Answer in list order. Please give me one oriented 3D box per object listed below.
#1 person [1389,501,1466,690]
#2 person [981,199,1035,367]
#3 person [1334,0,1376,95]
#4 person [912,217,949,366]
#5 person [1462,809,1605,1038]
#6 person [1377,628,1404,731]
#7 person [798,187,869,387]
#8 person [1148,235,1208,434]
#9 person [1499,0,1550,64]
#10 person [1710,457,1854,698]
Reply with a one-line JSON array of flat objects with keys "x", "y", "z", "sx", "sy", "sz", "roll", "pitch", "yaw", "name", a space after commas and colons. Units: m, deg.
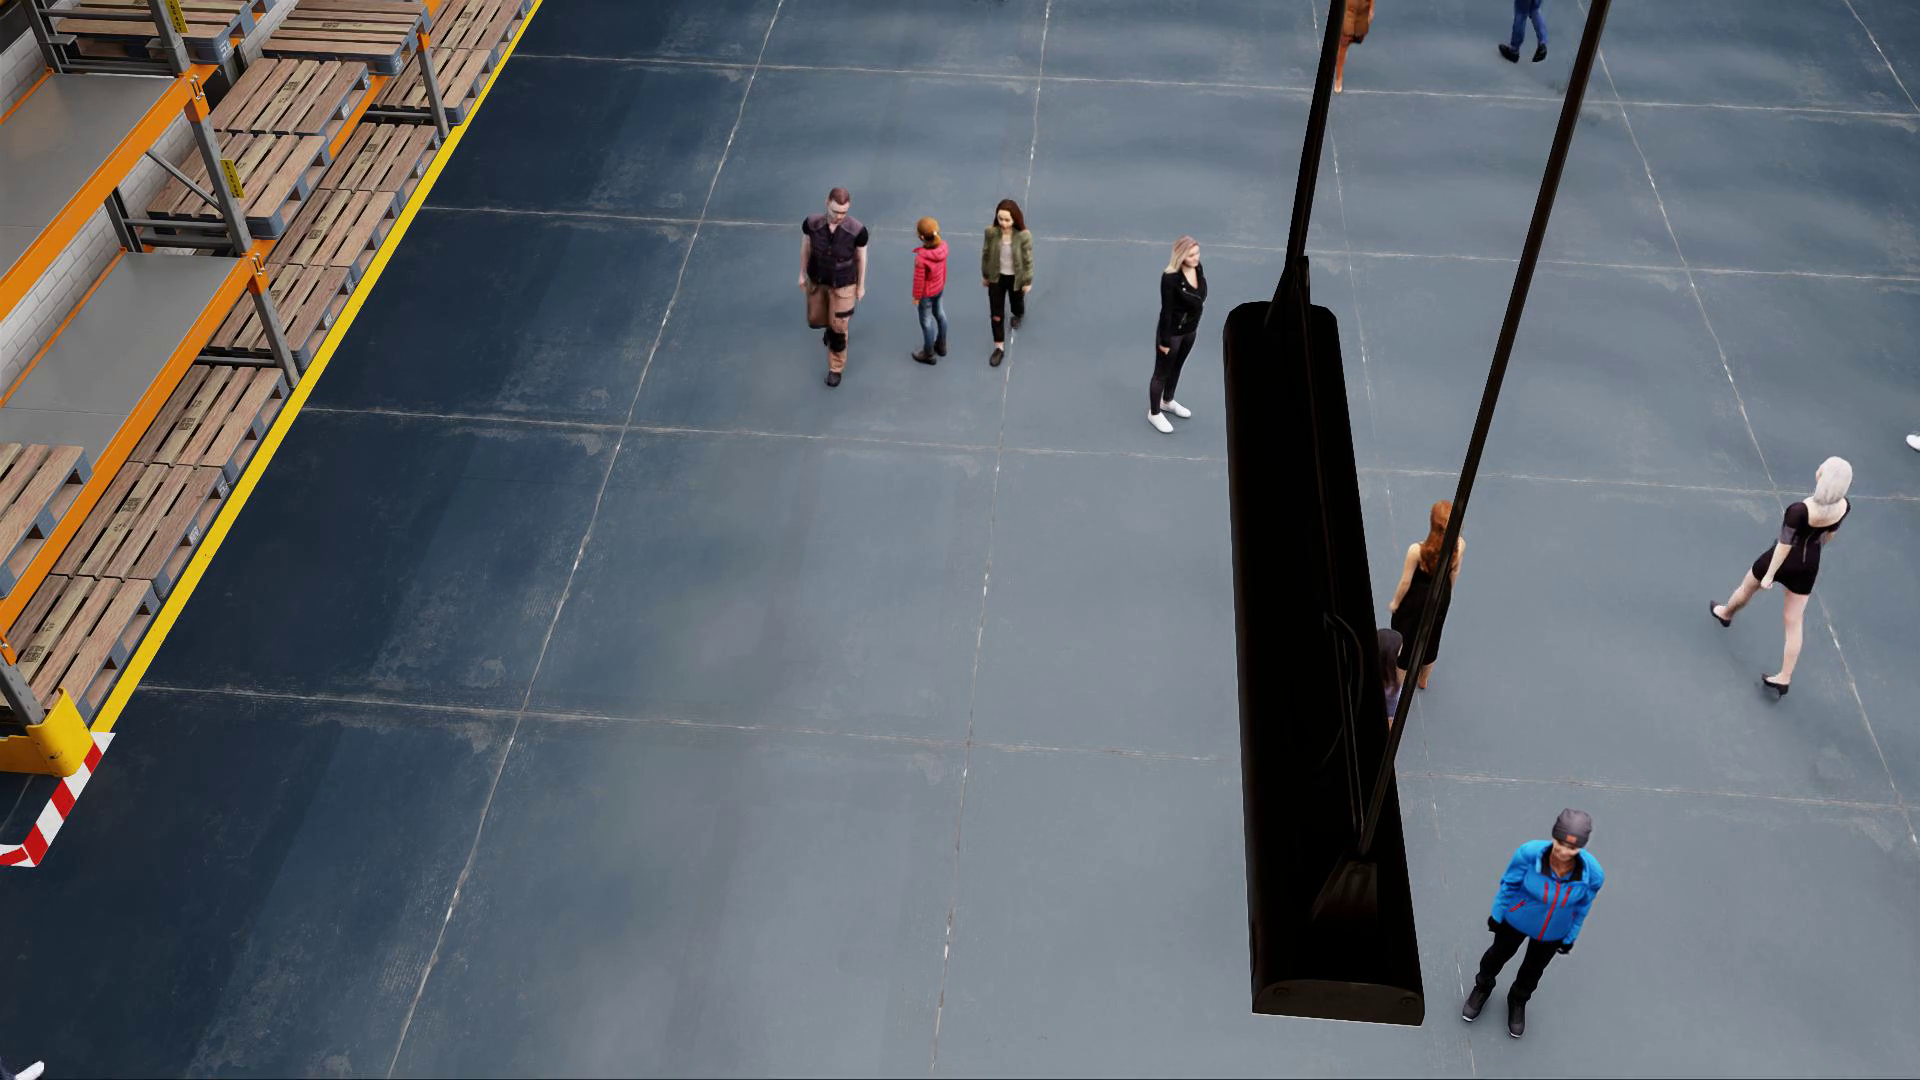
[{"x": 2.998, "y": 0.396, "z": 10.744, "sx": 0.634, "sy": 1.625, "sz": 0.654, "roll": -9, "pitch": 44, "yaw": -10, "name": "person"}, {"x": 0.406, "y": -2.164, "z": 13.555, "sx": 0.675, "sy": 1.454, "sz": 0.958, "roll": 9, "pitch": 44, "yaw": 10, "name": "person"}, {"x": 3.962, "y": -5.374, "z": 16.772, "sx": 0.568, "sy": 1.664, "sz": 0.903, "roll": 3, "pitch": 44, "yaw": 3, "name": "person"}, {"x": -0.226, "y": -2.022, "z": 13.507, "sx": 0.659, "sy": 1.315, "sz": 0.571, "roll": 29, "pitch": 51, "yaw": 27, "name": "person"}, {"x": 3.075, "y": 2.035, "z": 8.898, "sx": 0.675, "sy": 1.797, "sz": 0.623, "roll": 16, "pitch": 46, "yaw": 16, "name": "person"}, {"x": 2.390, "y": 1.144, "z": 9.881, "sx": 0.706, "sy": 1.733, "sz": 0.647, "roll": -30, "pitch": 51, "yaw": -28, "name": "person"}, {"x": -0.978, "y": -2.104, "z": 13.239, "sx": 0.835, "sy": 1.803, "sz": 0.956, "roll": 14, "pitch": 45, "yaw": 14, "name": "person"}, {"x": 1.659, "y": -1.615, "z": 12.811, "sx": 0.750, "sy": 1.685, "sz": 0.670, "roll": 33, "pitch": 53, "yaw": 30, "name": "person"}, {"x": 5.934, "y": -5.704, "z": 16.962, "sx": 0.912, "sy": 1.880, "sz": 1.029, "roll": -16, "pitch": 46, "yaw": -16, "name": "person"}, {"x": 5.438, "y": 0.253, "z": 10.782, "sx": 0.793, "sy": 1.781, "sz": 1.205, "roll": -7, "pitch": 44, "yaw": -7, "name": "person"}]
